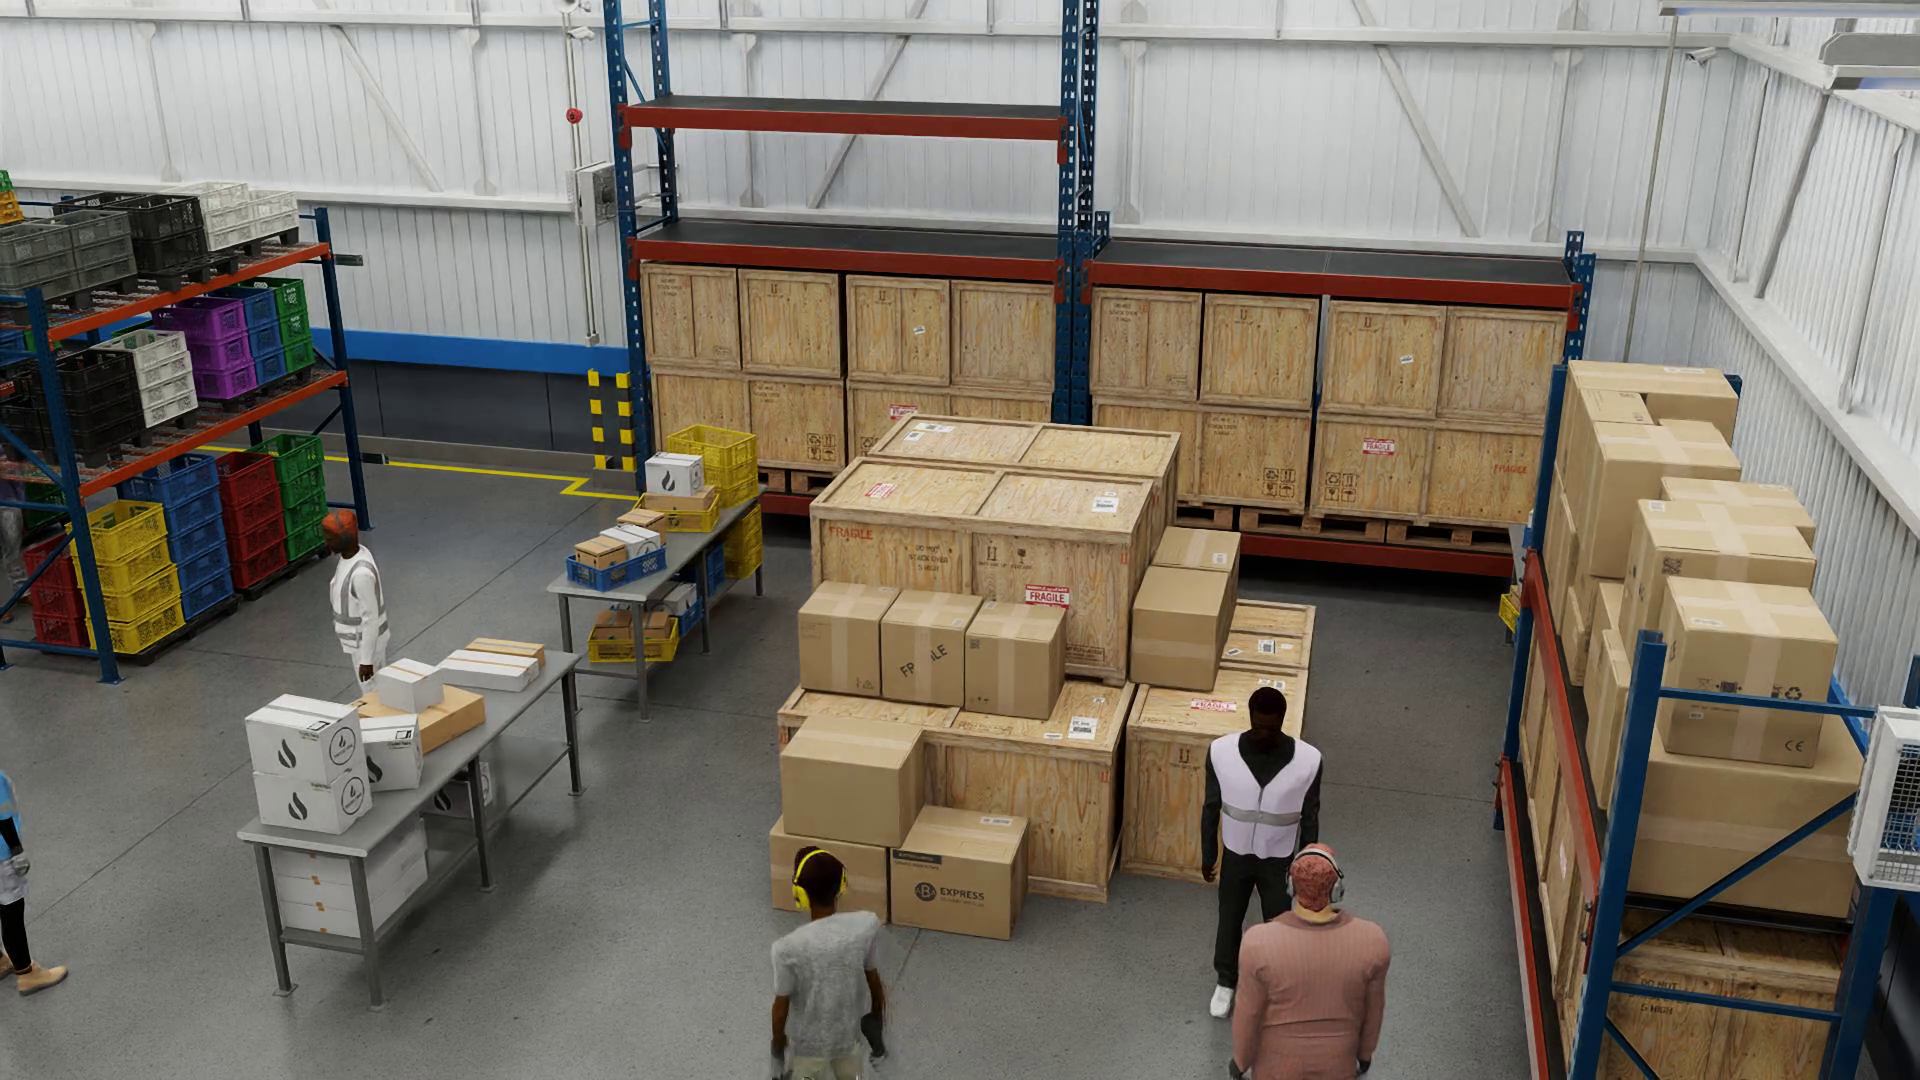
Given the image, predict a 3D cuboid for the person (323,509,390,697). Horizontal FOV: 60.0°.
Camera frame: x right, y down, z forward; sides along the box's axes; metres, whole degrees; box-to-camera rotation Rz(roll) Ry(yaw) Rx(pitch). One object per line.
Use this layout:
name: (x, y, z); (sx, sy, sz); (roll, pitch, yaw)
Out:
person: (-3.948, 0.681, 10.980); (0.356, 1.887, 0.573); (-10, 23, -25)

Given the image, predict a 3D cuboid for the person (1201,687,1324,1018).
person: (1.532, 1.599, 8.551); (0.592, 1.911, 0.390); (4, 21, 11)

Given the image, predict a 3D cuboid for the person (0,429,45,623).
person: (-7.854, -0.287, 13.451); (0.371, 1.932, 0.634); (10, 23, 24)

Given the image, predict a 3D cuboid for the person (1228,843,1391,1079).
person: (1.462, 2.158, 7.095); (0.640, 1.904, 0.401); (-1, 21, -2)

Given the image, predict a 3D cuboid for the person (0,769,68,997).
person: (-5.126, 1.617, 8.791); (0.532, 1.698, 0.319); (11, 23, 26)

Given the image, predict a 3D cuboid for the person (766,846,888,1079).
person: (-0.558, 2.161, 7.171); (0.534, 1.844, 0.691); (-13, 24, -30)
